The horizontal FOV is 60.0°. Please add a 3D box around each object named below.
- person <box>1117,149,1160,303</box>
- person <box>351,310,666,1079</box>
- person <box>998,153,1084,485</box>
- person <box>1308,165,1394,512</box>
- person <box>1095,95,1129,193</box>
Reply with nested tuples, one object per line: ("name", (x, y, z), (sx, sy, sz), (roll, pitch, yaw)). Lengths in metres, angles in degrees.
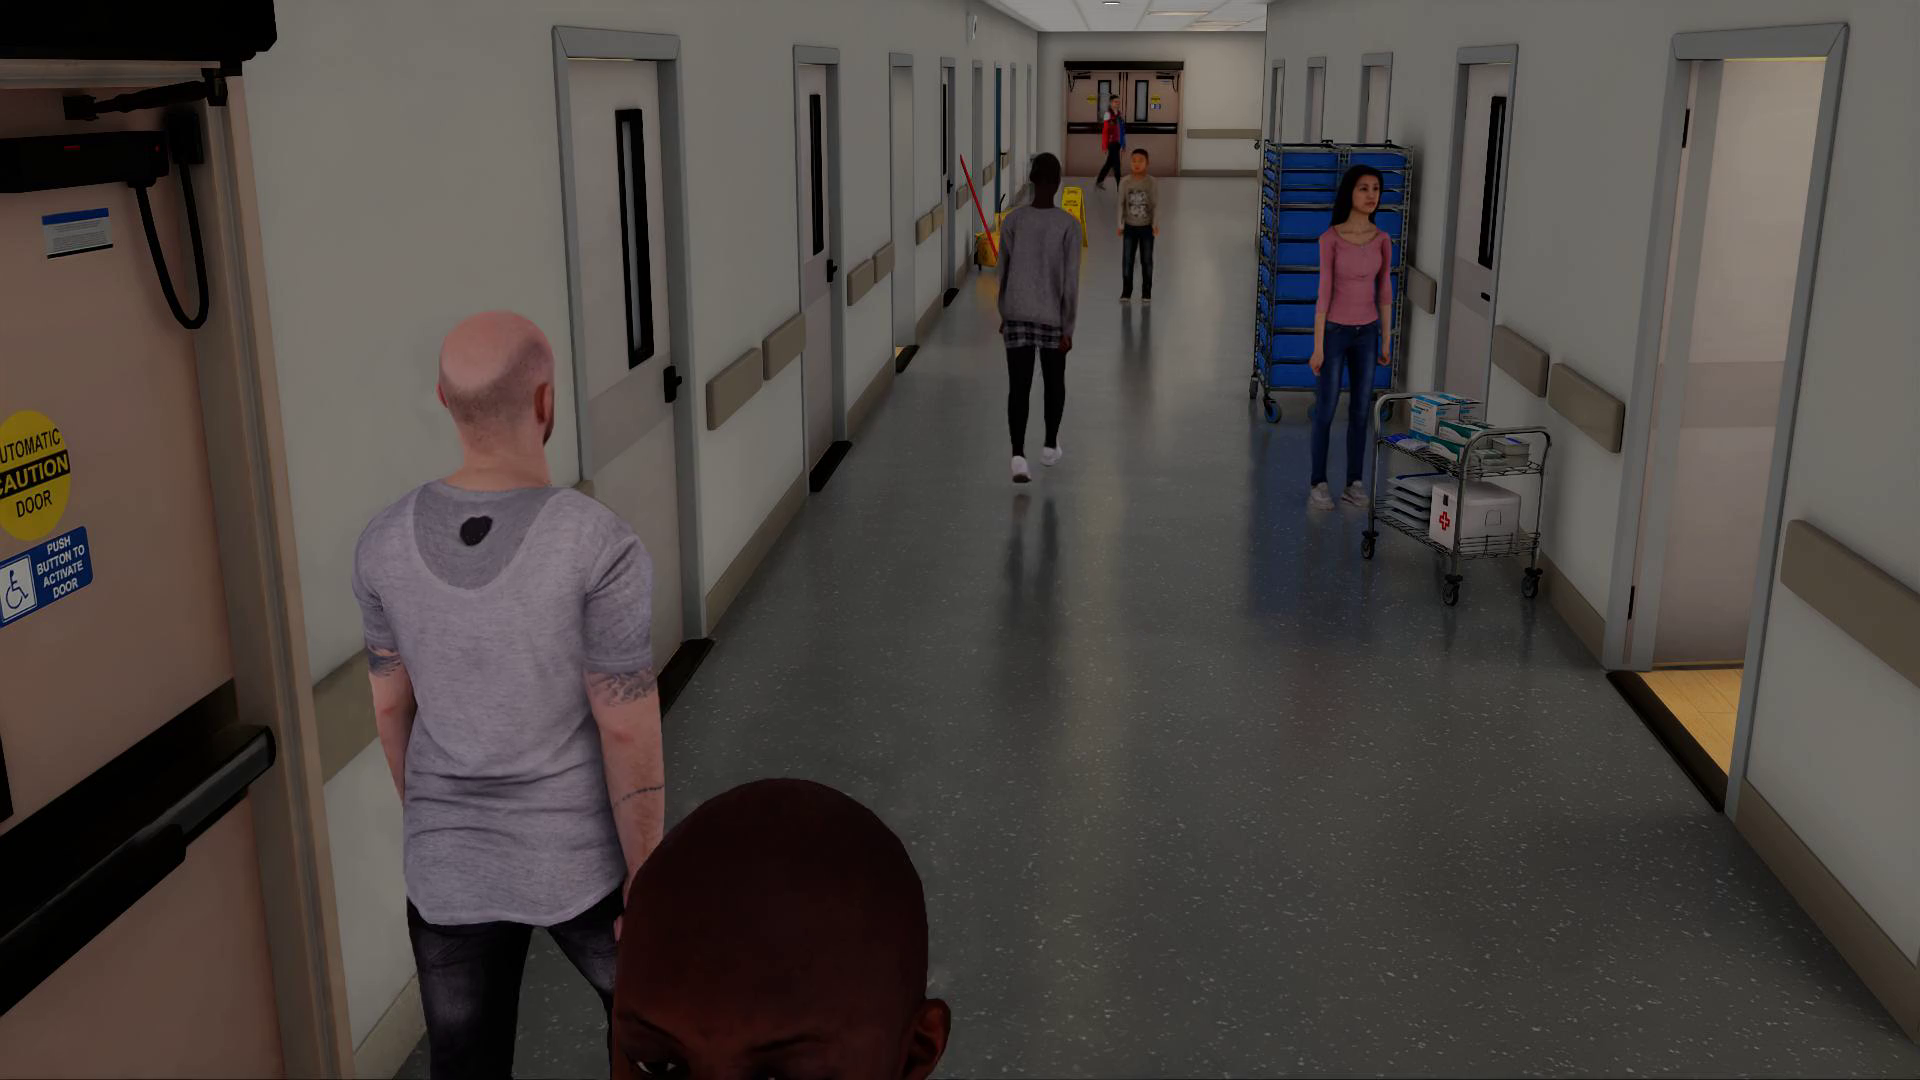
("person", (1.767, -3.073, 16.237), (0.571, 1.462, 0.562), (3, 16, 10))
("person", (-0.736, 0.566, 2.685), (0.706, 1.813, 0.931), (2, 16, 6))
("person", (0.385, -1.150, 8.901), (0.691, 1.743, 1.158), (3, 16, 10))
("person", (1.970, -1.036, 8.491), (0.634, 1.745, 0.613), (-4, 16, -13))
("person", (2.769, -7.290, 30.730), (1.168, 1.716, 1.186), (-14, 21, -41))
